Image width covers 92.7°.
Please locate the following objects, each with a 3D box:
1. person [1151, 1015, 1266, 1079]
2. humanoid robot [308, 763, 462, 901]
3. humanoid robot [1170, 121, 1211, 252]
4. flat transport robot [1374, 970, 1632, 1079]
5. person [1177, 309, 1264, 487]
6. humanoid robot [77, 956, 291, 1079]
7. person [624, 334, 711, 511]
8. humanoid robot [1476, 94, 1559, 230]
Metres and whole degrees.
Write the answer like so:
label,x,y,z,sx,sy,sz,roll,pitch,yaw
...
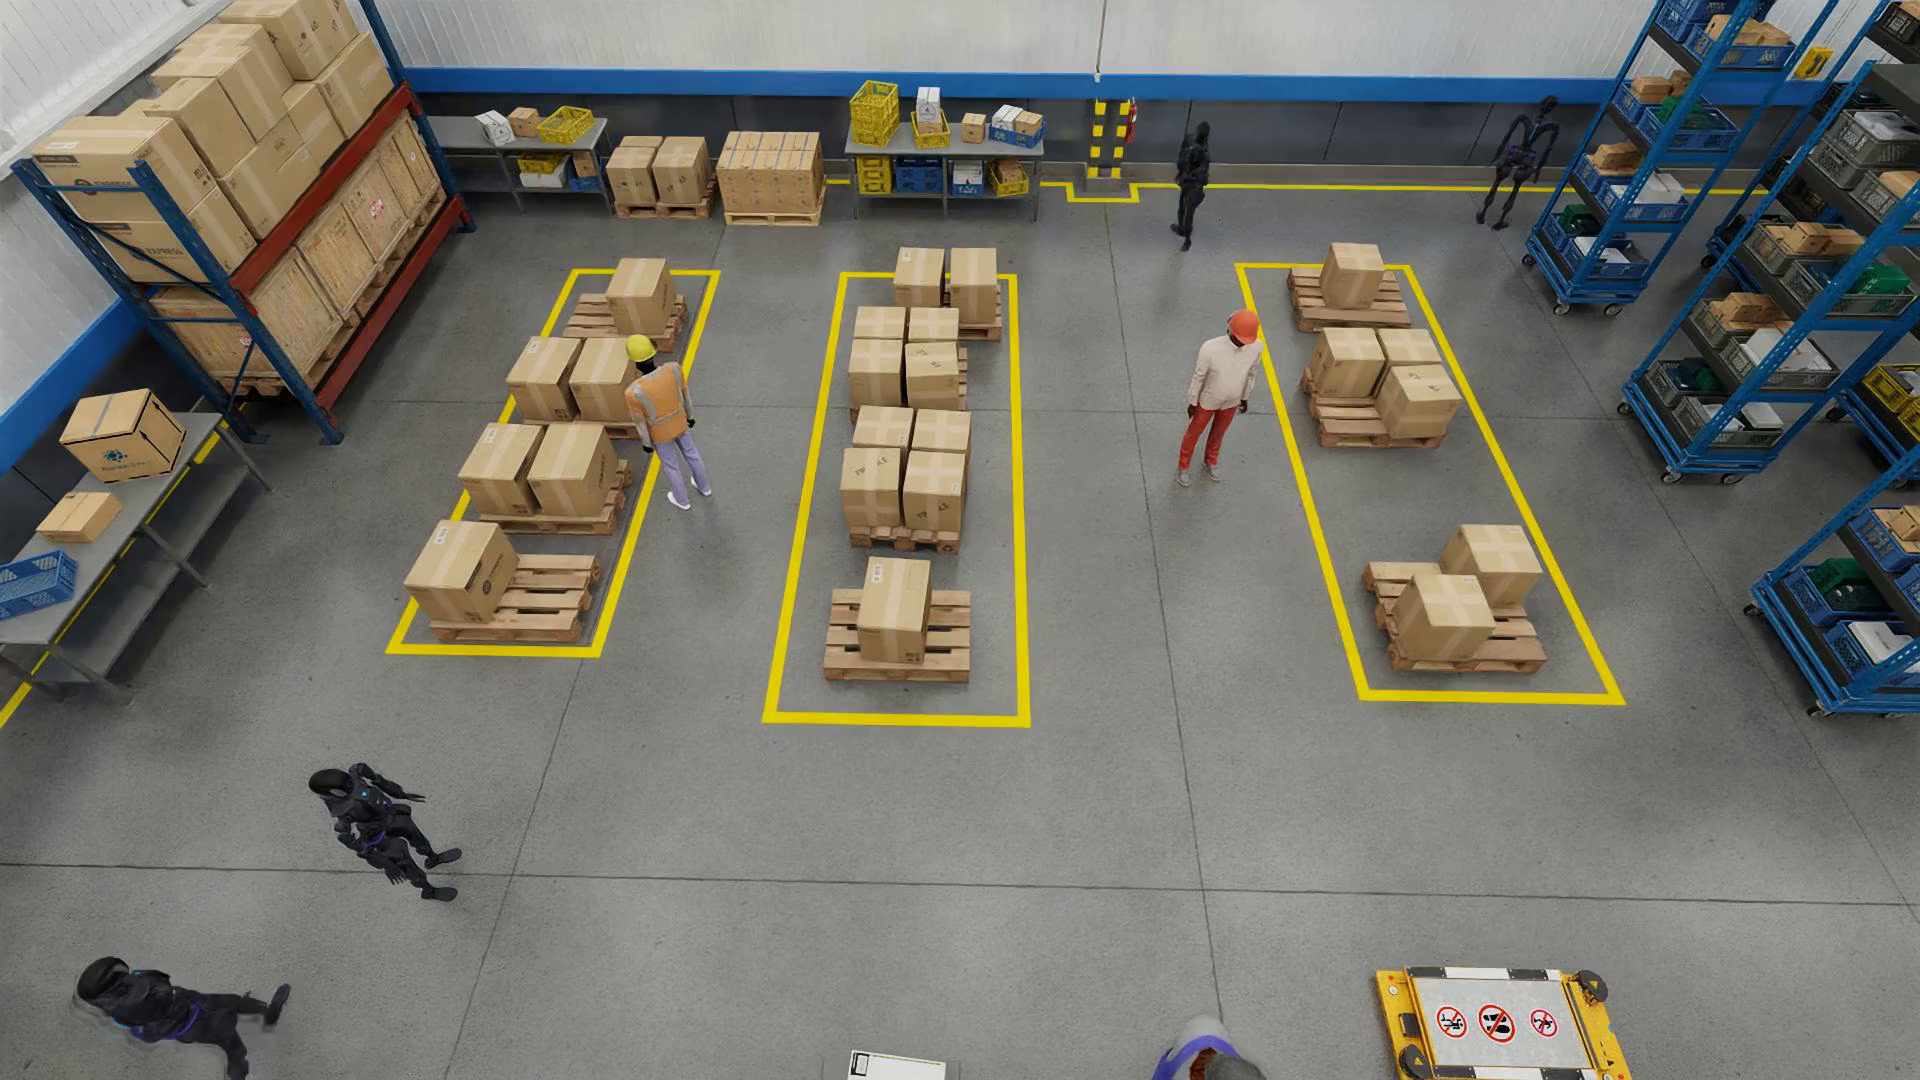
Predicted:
label,x,y,z,sx,sy,sz,roll,pitch,yaw
person,1.268,3.033,4.872,0.535,2.000,0.681,13,52,10
humanoid robot,-3.740,1.903,6.016,0.314,1.657,0.610,-9,51,-8
humanoid robot,2.783,-4.334,11.123,0.400,1.629,0.664,-15,52,-12
flat transport robot,3.501,3.133,5.914,1.431,0.197,0.652,1,51,1
person,2.388,-1.297,8.435,0.607,1.988,0.384,-8,51,-7
humanoid robot,-4.488,2.817,5.312,0.588,1.636,0.749,1,51,1
person,-2.652,-1.042,8.275,0.394,1.919,0.579,31,57,23
humanoid robot,6.941,-4.708,11.411,0.610,1.654,0.326,24,55,18
